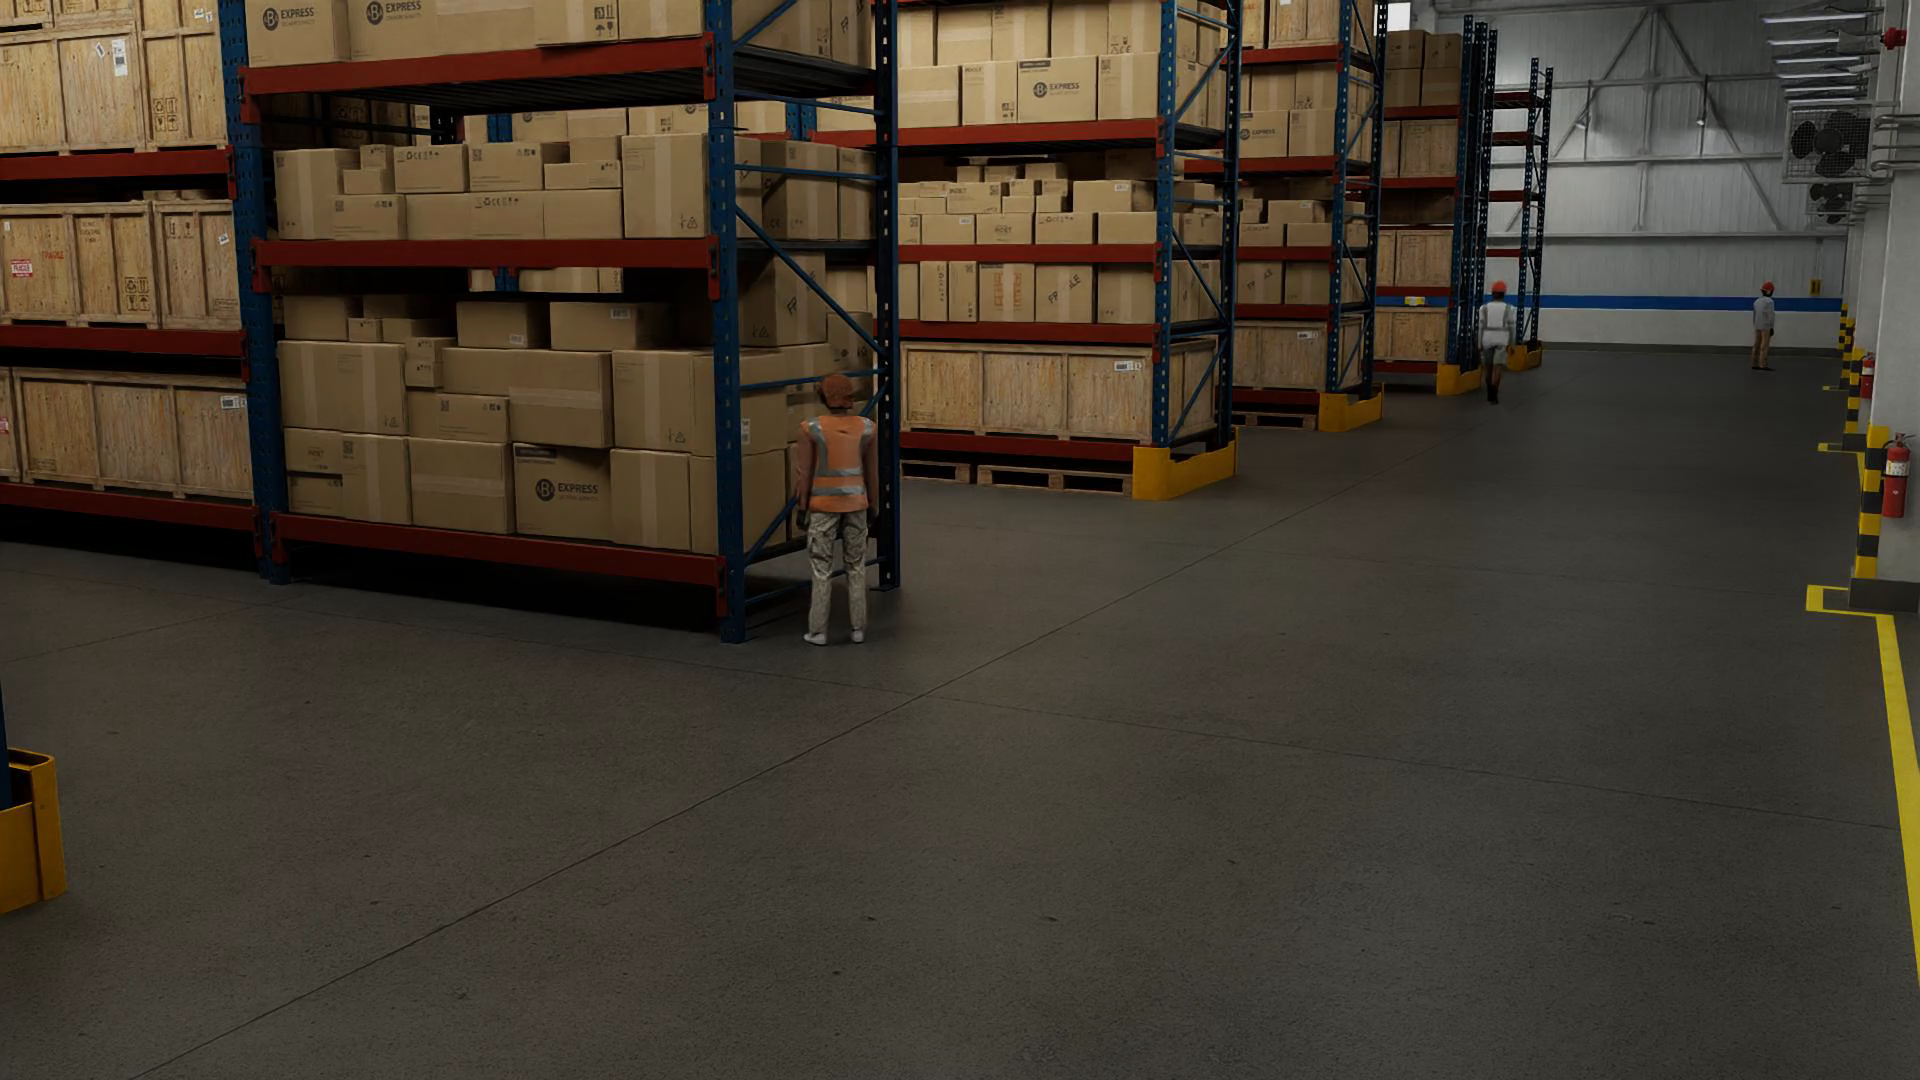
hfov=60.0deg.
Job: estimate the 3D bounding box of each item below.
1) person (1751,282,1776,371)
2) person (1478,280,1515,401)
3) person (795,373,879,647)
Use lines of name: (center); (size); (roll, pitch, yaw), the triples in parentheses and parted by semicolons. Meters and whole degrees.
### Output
person: (15.976, -4.234, 33.015); (0.326, 1.752, 0.559); (-2, 10, -12)
person: (8.335, -3.085, 25.909); (0.552, 1.917, 0.740); (4, 11, 24)
person: (-0.723, -0.177, 9.891); (0.523, 1.631, 0.316); (-4, 11, -24)
